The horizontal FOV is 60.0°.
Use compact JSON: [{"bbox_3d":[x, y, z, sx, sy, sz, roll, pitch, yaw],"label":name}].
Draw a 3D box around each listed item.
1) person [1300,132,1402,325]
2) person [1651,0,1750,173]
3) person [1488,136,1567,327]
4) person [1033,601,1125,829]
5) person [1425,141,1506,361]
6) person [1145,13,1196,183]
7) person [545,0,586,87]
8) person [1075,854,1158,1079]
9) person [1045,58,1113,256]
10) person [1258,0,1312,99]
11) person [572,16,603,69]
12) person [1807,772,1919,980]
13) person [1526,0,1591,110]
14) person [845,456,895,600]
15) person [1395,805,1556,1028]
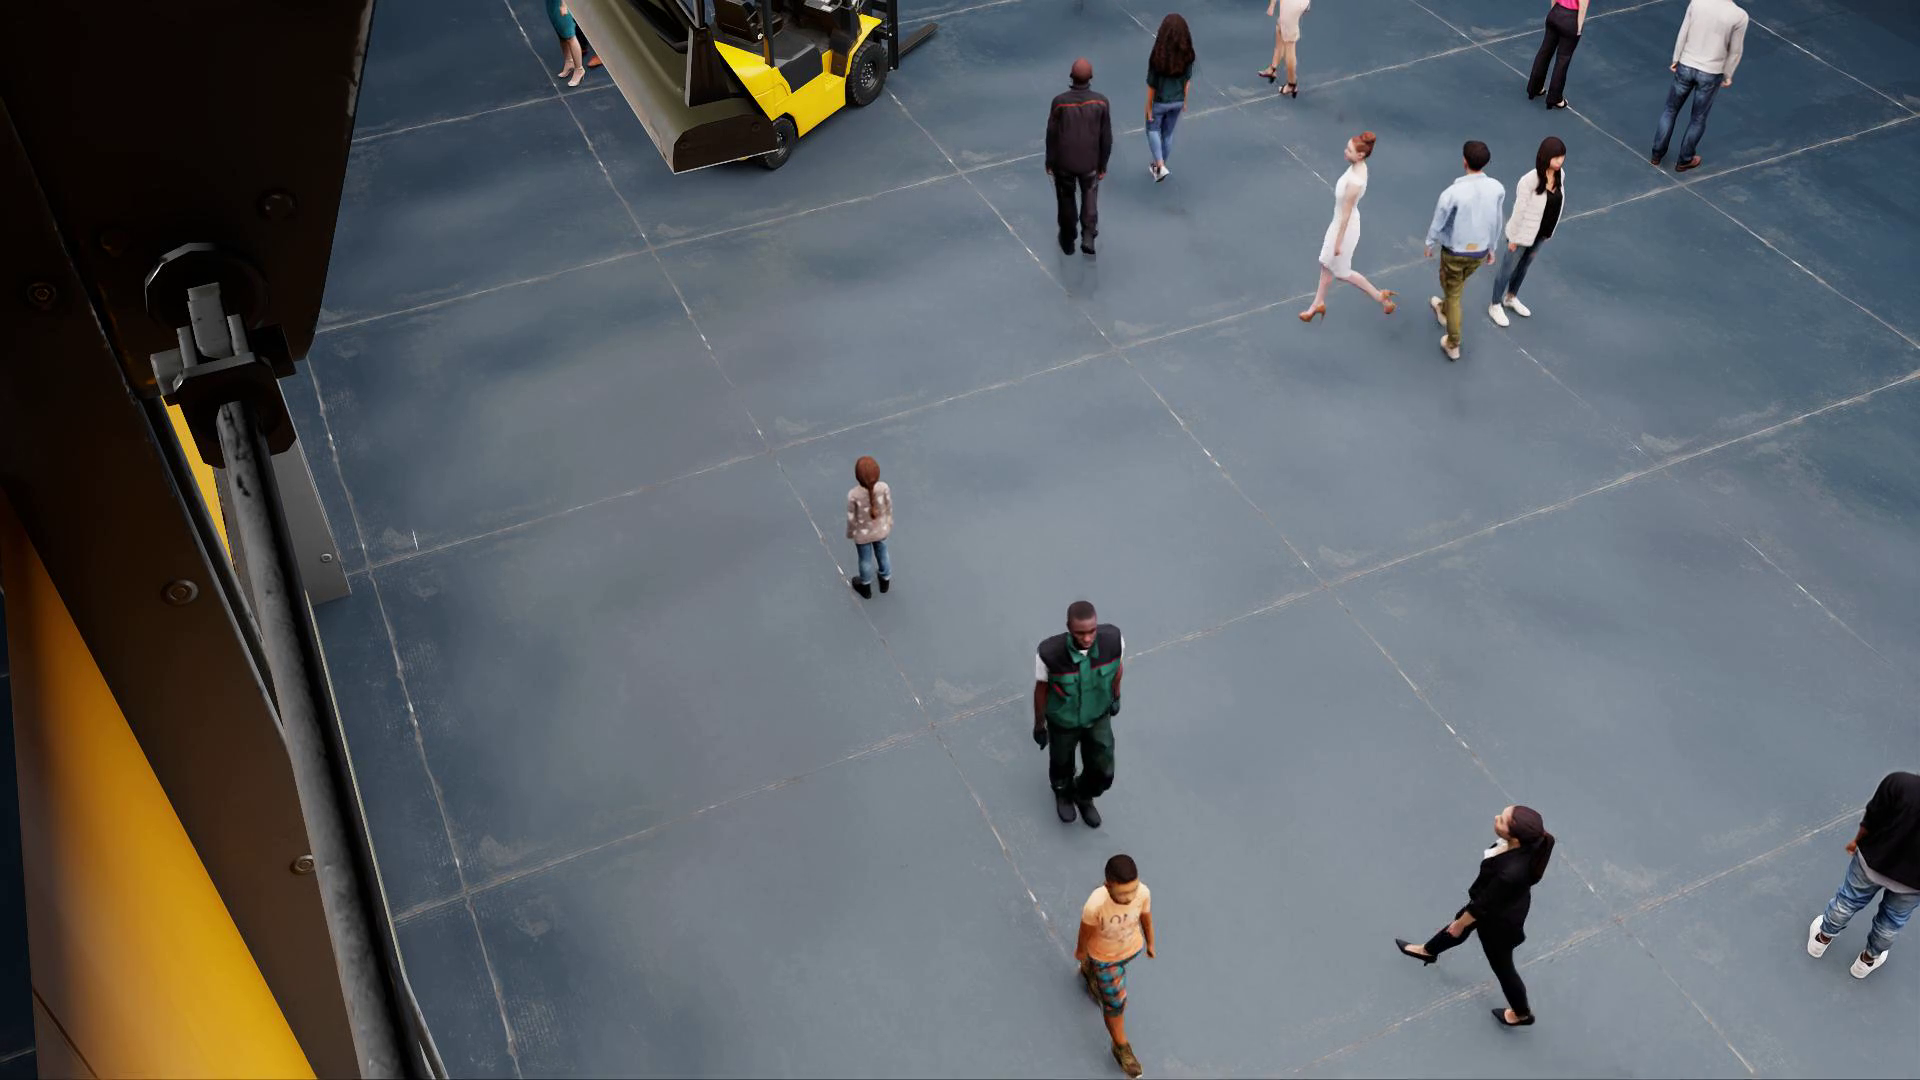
[{"bbox_3d":[3.133,-2.398,13.153,1.005,1.771,1.006,10,44,10],"label":"person"},{"bbox_3d":[6.675,-4.238,14.983,0.733,1.911,0.879,30,51,28],"label":"person"},{"bbox_3d":[4.571,-2.503,13.361,0.629,1.638,0.566,-22,48,-21],"label":"person"},{"bbox_3d":[0.652,0.934,9.617,0.774,1.826,0.777,-10,45,-10],"label":"person"},{"bbox_3d":[3.938,-2.195,12.931,0.838,1.784,1.051,-7,44,-7],"label":"person"},{"bbox_3d":[1.861,-3.880,14.830,0.689,1.604,0.825,-8,44,-8],"label":"person"},{"bbox_3d":[-3.914,-5.253,16.211,0.655,1.687,0.464,-26,49,-25],"label":"person"},{"bbox_3d":[0.774,2.076,8.707,0.550,1.425,0.963,-19,47,-18],"label":"person"},{"bbox_3d":[0.984,-3.133,13.894,0.851,1.813,0.932,-3,44,-3],"label":"person"},{"bbox_3d":[3.259,-5.070,15.926,0.726,1.814,0.855,-32,52,-29],"label":"person"},{"bbox_3d":[-3.818,-5.609,16.503,0.708,1.799,0.817,24,49,23],"label":"person"},{"bbox_3d":[4.994,1.696,8.825,0.704,1.814,0.841,29,51,27],"label":"person"},{"bbox_3d":[5.801,-4.960,15.921,0.642,1.663,0.448,-20,47,-19],"label":"person"},{"bbox_3d":[-0.602,-0.087,11.145,0.493,1.194,0.477,-14,45,-15],"label":"person"},{"bbox_3d":[2.872,2.004,8.648,1.155,1.613,0.947,26,49,25],"label":"person"}]
